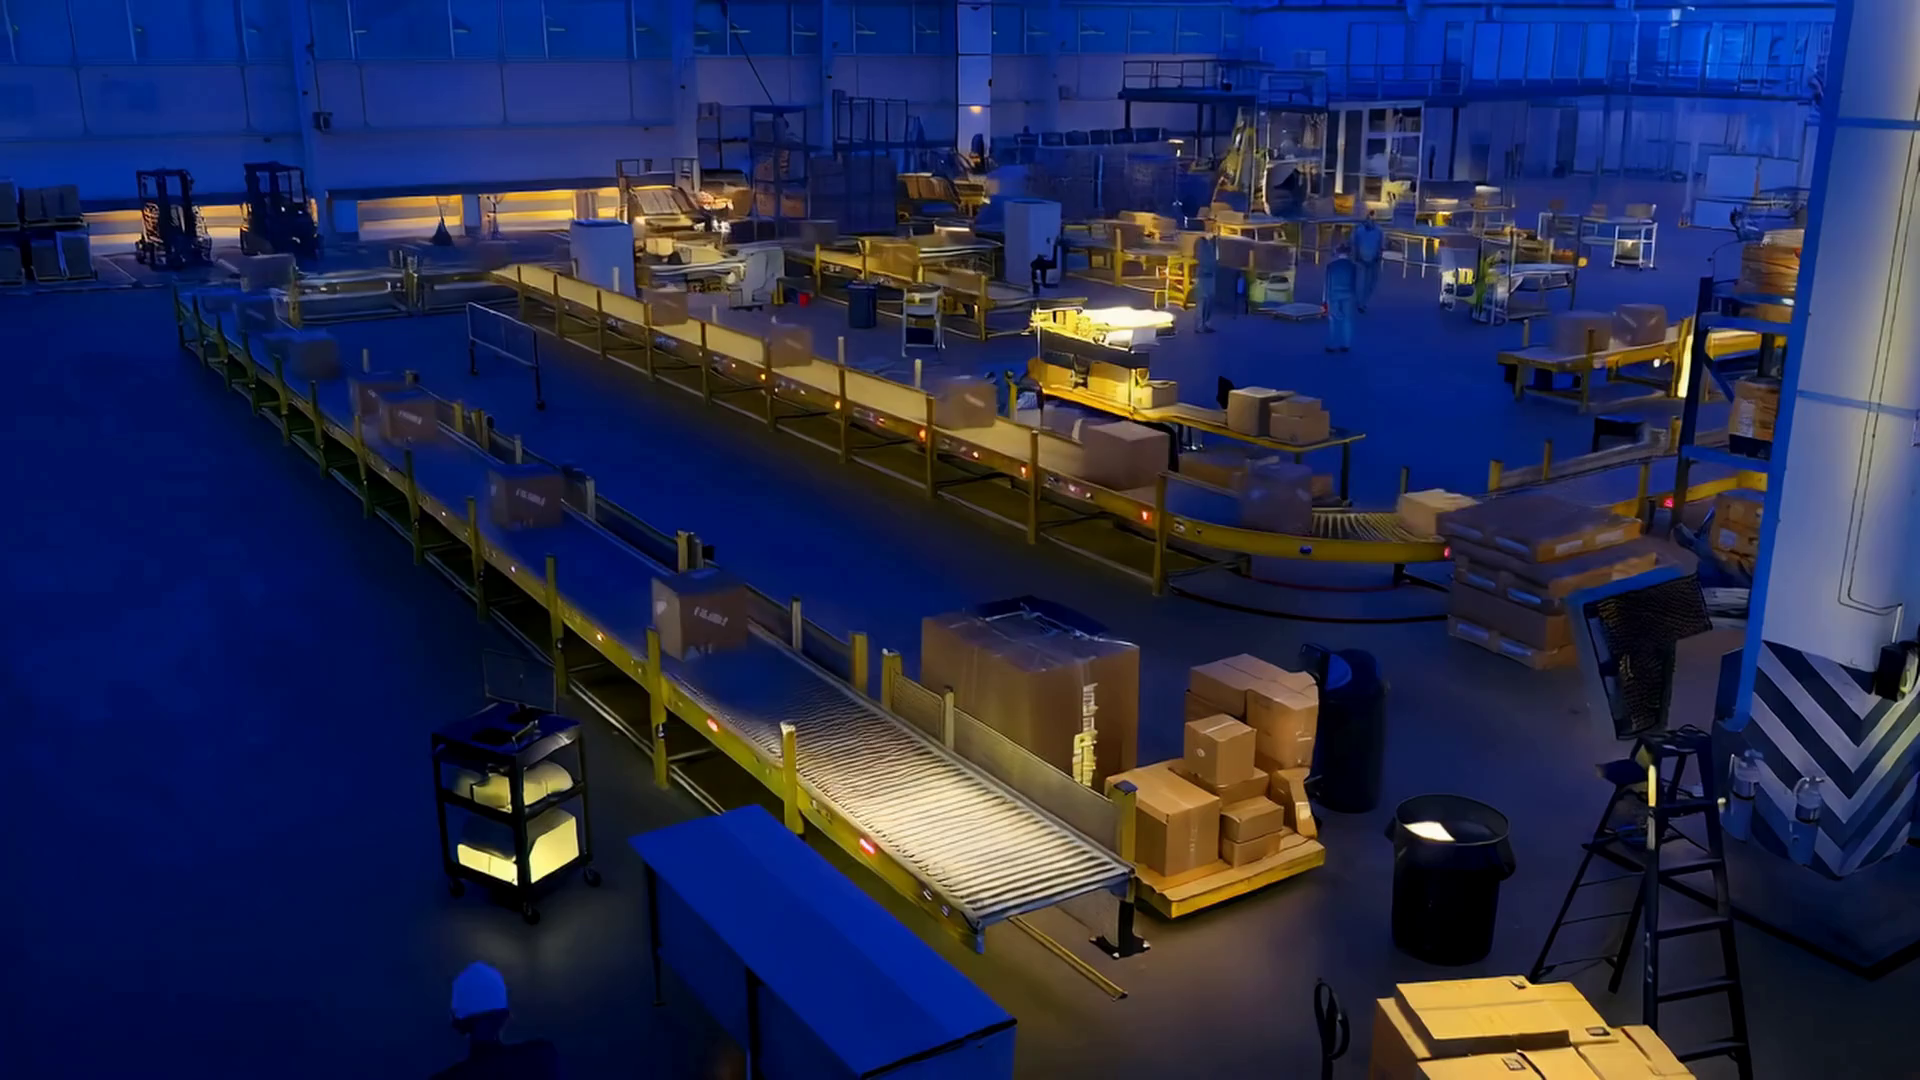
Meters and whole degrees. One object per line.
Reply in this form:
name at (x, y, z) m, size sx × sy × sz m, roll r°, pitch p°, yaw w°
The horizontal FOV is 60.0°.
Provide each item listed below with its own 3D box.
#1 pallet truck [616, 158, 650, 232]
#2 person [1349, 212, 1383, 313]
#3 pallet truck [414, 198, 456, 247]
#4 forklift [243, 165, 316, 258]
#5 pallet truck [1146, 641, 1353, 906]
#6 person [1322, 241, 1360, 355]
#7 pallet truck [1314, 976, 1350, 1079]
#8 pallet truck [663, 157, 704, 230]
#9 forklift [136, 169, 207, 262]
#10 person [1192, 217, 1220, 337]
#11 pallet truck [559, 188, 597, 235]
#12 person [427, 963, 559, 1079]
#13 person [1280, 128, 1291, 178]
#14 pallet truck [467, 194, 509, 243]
pallet truck at (-8.918, -9.176, 44.255) m, size 0.823 × 1.965 × 1.885 m, roll -9°, pitch 19°, yaw -27°
person at (7.615, -5.210, 31.236) m, size 0.665 × 1.888 × 0.461 m, roll -2°, pitch 17°, yaw -7°
pallet truck at (-13.250, -8.060, 41.856) m, size 0.680 × 1.201 × 1.601 m, roll -10°, pitch 20°, yaw -31°
forklift at (-15.898, -7.669, 38.708) m, size 1.157 × 1.987 × 2.680 m, roll -11°, pitch 20°, yaw -33°
pallet truck at (1.664, 1.407, 10.232) m, size 1.630 × 1.274 × 0.653 m, roll -10°, pitch 20°, yaw -31°
person at (6.189, -3.939, 27.107) m, size 0.596 × 1.831 × 0.403 m, roll -1°, pitch 17°, yaw -4°
pallet truck at (2.299, 2.390, 7.086) m, size 1.601 × 1.201 × 0.680 m, roll -2°, pitch 17°, yaw -7°
pallet truck at (-7.586, -9.308, 44.692) m, size 0.823 × 1.965 × 1.885 m, roll -11°, pitch 20°, yaw -33°
forklift at (-17.842, -7.318, 37.559) m, size 1.157 × 1.987 × 2.680 m, roll -10°, pitch 20°, yaw -31°
person at (4.276, -4.549, 28.788) m, size 0.611 × 2.040 × 0.389 m, roll -12°, pitch 21°, yaw -36°
pallet truck at (-10.010, -8.652, 43.699) m, size 0.653 × 1.274 × 1.630 m, roll -10°, pitch 20°, yaw -31°
person at (-1.747, 2.371, 6.260) m, size 0.530 × 1.743 × 0.659 m, roll -8°, pitch 19°, yaw -26°
person at (12.048, -14.455, 62.145) m, size 0.528 × 1.807 × 0.881 m, roll -8°, pitch 18°, yaw -24°
pallet truck at (-11.983, -8.177, 42.137) m, size 0.704 × 1.261 × 1.522 m, roll -11°, pitch 20°, yaw -33°
